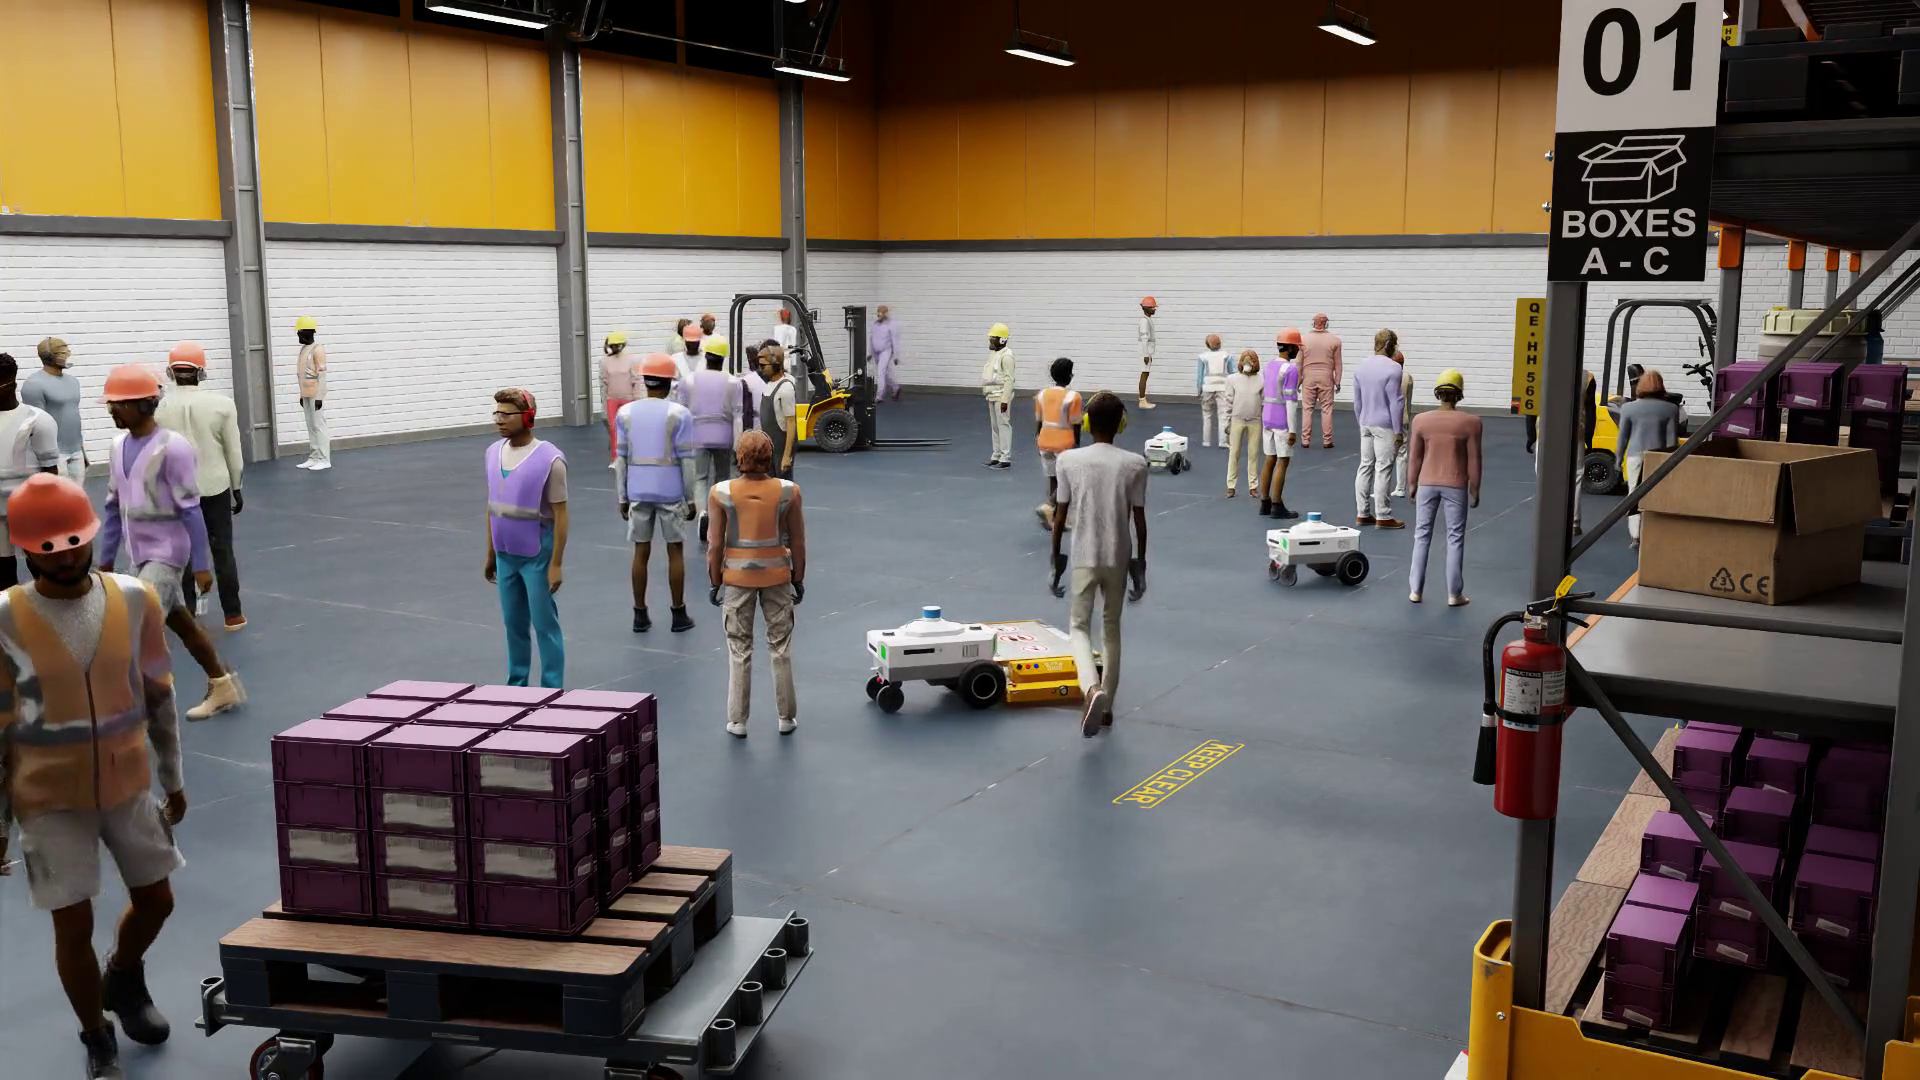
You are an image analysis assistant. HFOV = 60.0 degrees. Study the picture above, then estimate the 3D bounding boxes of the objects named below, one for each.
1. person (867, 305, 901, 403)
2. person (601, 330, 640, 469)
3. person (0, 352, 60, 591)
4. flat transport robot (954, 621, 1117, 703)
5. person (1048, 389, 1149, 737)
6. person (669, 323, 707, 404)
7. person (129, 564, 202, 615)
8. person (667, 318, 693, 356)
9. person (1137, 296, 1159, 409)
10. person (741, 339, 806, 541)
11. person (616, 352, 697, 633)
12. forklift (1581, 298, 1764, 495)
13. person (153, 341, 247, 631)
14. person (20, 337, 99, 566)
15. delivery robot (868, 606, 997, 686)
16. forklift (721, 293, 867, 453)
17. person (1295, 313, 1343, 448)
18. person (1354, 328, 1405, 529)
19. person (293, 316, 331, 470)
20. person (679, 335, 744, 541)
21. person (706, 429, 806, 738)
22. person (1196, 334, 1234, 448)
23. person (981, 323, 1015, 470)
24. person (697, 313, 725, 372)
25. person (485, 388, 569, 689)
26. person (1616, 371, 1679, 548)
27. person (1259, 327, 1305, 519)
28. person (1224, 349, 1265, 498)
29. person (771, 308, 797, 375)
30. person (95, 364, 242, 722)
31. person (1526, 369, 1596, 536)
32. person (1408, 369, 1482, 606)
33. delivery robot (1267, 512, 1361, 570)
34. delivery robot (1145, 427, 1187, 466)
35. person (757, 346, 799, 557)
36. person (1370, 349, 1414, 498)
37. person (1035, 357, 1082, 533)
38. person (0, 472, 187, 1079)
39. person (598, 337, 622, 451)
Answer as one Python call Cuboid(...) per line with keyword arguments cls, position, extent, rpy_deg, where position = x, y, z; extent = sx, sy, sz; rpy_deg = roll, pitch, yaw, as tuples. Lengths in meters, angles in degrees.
Cuboid(cls="person", position=(-1.426, -3.548, 31.691), extent=(0.870, 1.879, 0.637), rpy_deg=(-8, 12, -42))
Cuboid(cls="person", position=(-4.286, -1.804, 21.182), extent=(0.523, 1.748, 0.692), rpy_deg=(1, 9, 7))
Cuboid(cls="person", position=(-6.050, -0.217, 10.629), extent=(0.603, 1.959, 0.374), rpy_deg=(1, 9, 8))
Cuboid(cls="flat transport robot", position=(0.382, 0.707, 10.115), extent=(0.652, 0.197, 1.431), rpy_deg=(-3, 9, -17))
Cuboid(cls="person", position=(0.735, 0.134, 8.787), extent=(0.531, 1.848, 0.675), rpy_deg=(0, 9, 0))
Cuboid(cls="person", position=(-3.072, -1.545, 19.113), extent=(0.538, 1.909, 0.784), rpy_deg=(-1, 9, -8))
Cuboid(cls="person", position=(-5.833, -0.280, 11.831), extent=(0.792, 1.699, 0.489), rpy_deg=(-3, 9, -15))
Cuboid(cls="person", position=(-4.132, -2.334, 24.319), extent=(0.517, 1.812, 0.671), rpy_deg=(-1, 9, -4))
Cuboid(cls="person", position=(3.417, -3.401, 30.245), extent=(0.378, 2.044, 0.608), rpy_deg=(2, 9, 9))
Cuboid(cls="person", position=(-1.820, -0.943, 15.483), extent=(0.597, 1.870, 0.992), rpy_deg=(-7, 12, -38))
Cuboid(cls="person", position=(-2.066, -0.320, 11.402), extent=(0.553, 1.925, 0.410), rpy_deg=(2, 9, 11))
Cuboid(cls="forklift", position=(7.954, -1.589, 18.462), extent=(2.313, 2.155, 1.214), rpy_deg=(5, 11, 30))
Cuboid(cls="person", position=(-5.212, -0.351, 11.350), extent=(0.612, 1.996, 0.388), rpy_deg=(-3, 10, -20))
Cuboid(cls="person", position=(-7.425, -0.703, 13.730), extent=(0.368, 1.940, 0.632), rpy_deg=(1, 9, 3))
Cuboid(cls="delivery robot", position=(-0.161, 0.621, 9.479), extent=(0.707, 0.478, 0.477), rpy_deg=(-3, 10, -17))
Cuboid(cls="forklift", position=(-2.458, -2.344, 23.176), extent=(2.313, 2.155, 1.214), rpy_deg=(0, 9, -2))
Cuboid(cls="person", position=(5.046, -2.239, 23.416), extent=(0.655, 1.906, 0.407), rpy_deg=(2, 9, 15))
Cuboid(cls="person", position=(4.048, -1.070, 16.032), extent=(0.371, 1.935, 0.627), rpy_deg=(-5, 10, -26))
Cuboid(cls="person", position=(-8.132, -1.840, 20.858), extent=(0.362, 1.928, 0.587), rpy_deg=(-9, 13, -44))
Cuboid(cls="person", position=(-2.269, -0.912, 15.165), extent=(0.601, 1.892, 0.738), rpy_deg=(-1, 9, -5))
Cuboid(cls="person", position=(-1.075, 0.234, 8.808), extent=(0.524, 1.639, 0.308), rpy_deg=(-2, 9, -12))
Cuboid(cls="person", position=(3.602, -2.090, 23.436), extent=(0.531, 1.605, 0.601), rpy_deg=(0, 9, 1))
Cuboid(cls="person", position=(0.481, -1.799, 20.885), extent=(0.404, 1.837, 0.592), rpy_deg=(-3, 10, -18))
Cuboid(cls="person", position=(-3.895, -2.537, 25.414), extent=(0.591, 1.860, 0.656), rpy_deg=(-5, 10, -30))
Cuboid(cls="person", position=(-2.348, 0.093, 9.040), extent=(0.563, 1.848, 0.390), rpy_deg=(6, 11, 32))
Cuboid(cls="person", position=(6.184, -0.731, 14.988), extent=(0.501, 1.589, 0.860), rpy_deg=(3, 10, 21))
Cuboid(cls="person", position=(3.251, -1.175, 16.725), extent=(0.392, 1.929, 0.540), rpy_deg=(-3, 10, -20))
Cuboid(cls="person", position=(3.139, -1.272, 18.227), extent=(0.499, 1.633, 0.278), rpy_deg=(1, 9, 5))
Cuboid(cls="person", position=(-3.152, -3.101, 28.955), extent=(0.778, 1.861, 0.585), rpy_deg=(-9, 13, -44))
Cuboid(cls="person", position=(-4.300, 0.063, 8.813), extent=(0.639, 1.987, 1.053), rpy_deg=(6, 11, 33))
Cuboid(cls="person", position=(5.633, -0.953, 15.608), extent=(0.619, 1.839, 0.430), rpy_deg=(4, 10, 23))
Cuboid(cls="person", position=(3.602, -0.393, 12.383), extent=(0.539, 1.755, 0.377), rpy_deg=(5, 11, 30))
Cuboid(cls="delivery robot", position=(2.804, 0.025, 13.193), extent=(0.707, 0.478, 0.477), rpy_deg=(-3, 10, -16))
Cuboid(cls="delivery robot", position=(2.555, -1.158, 20.579), extent=(0.477, 0.478, 0.707), rpy_deg=(5, 10, 27))
Cuboid(cls="person", position=(-1.578, -0.760, 14.400), extent=(0.351, 1.839, 0.507), rpy_deg=(-4, 10, -25))
Cuboid(cls="person", position=(4.713, -1.261, 18.138), extent=(0.511, 1.641, 0.307), rpy_deg=(-5, 10, -27))
Cuboid(cls="person", position=(0.887, -0.865, 15.551), extent=(0.537, 1.682, 0.541), rpy_deg=(8, 12, 41))
Cuboid(cls="person", position=(-2.609, 0.725, 4.928), extent=(0.629, 1.904, 0.581), rpy_deg=(9, 13, 44))
Cuboid(cls="person", position=(-4.713, -1.976, 22.665), extent=(0.501, 1.620, 0.333), rpy_deg=(2, 9, 15))
